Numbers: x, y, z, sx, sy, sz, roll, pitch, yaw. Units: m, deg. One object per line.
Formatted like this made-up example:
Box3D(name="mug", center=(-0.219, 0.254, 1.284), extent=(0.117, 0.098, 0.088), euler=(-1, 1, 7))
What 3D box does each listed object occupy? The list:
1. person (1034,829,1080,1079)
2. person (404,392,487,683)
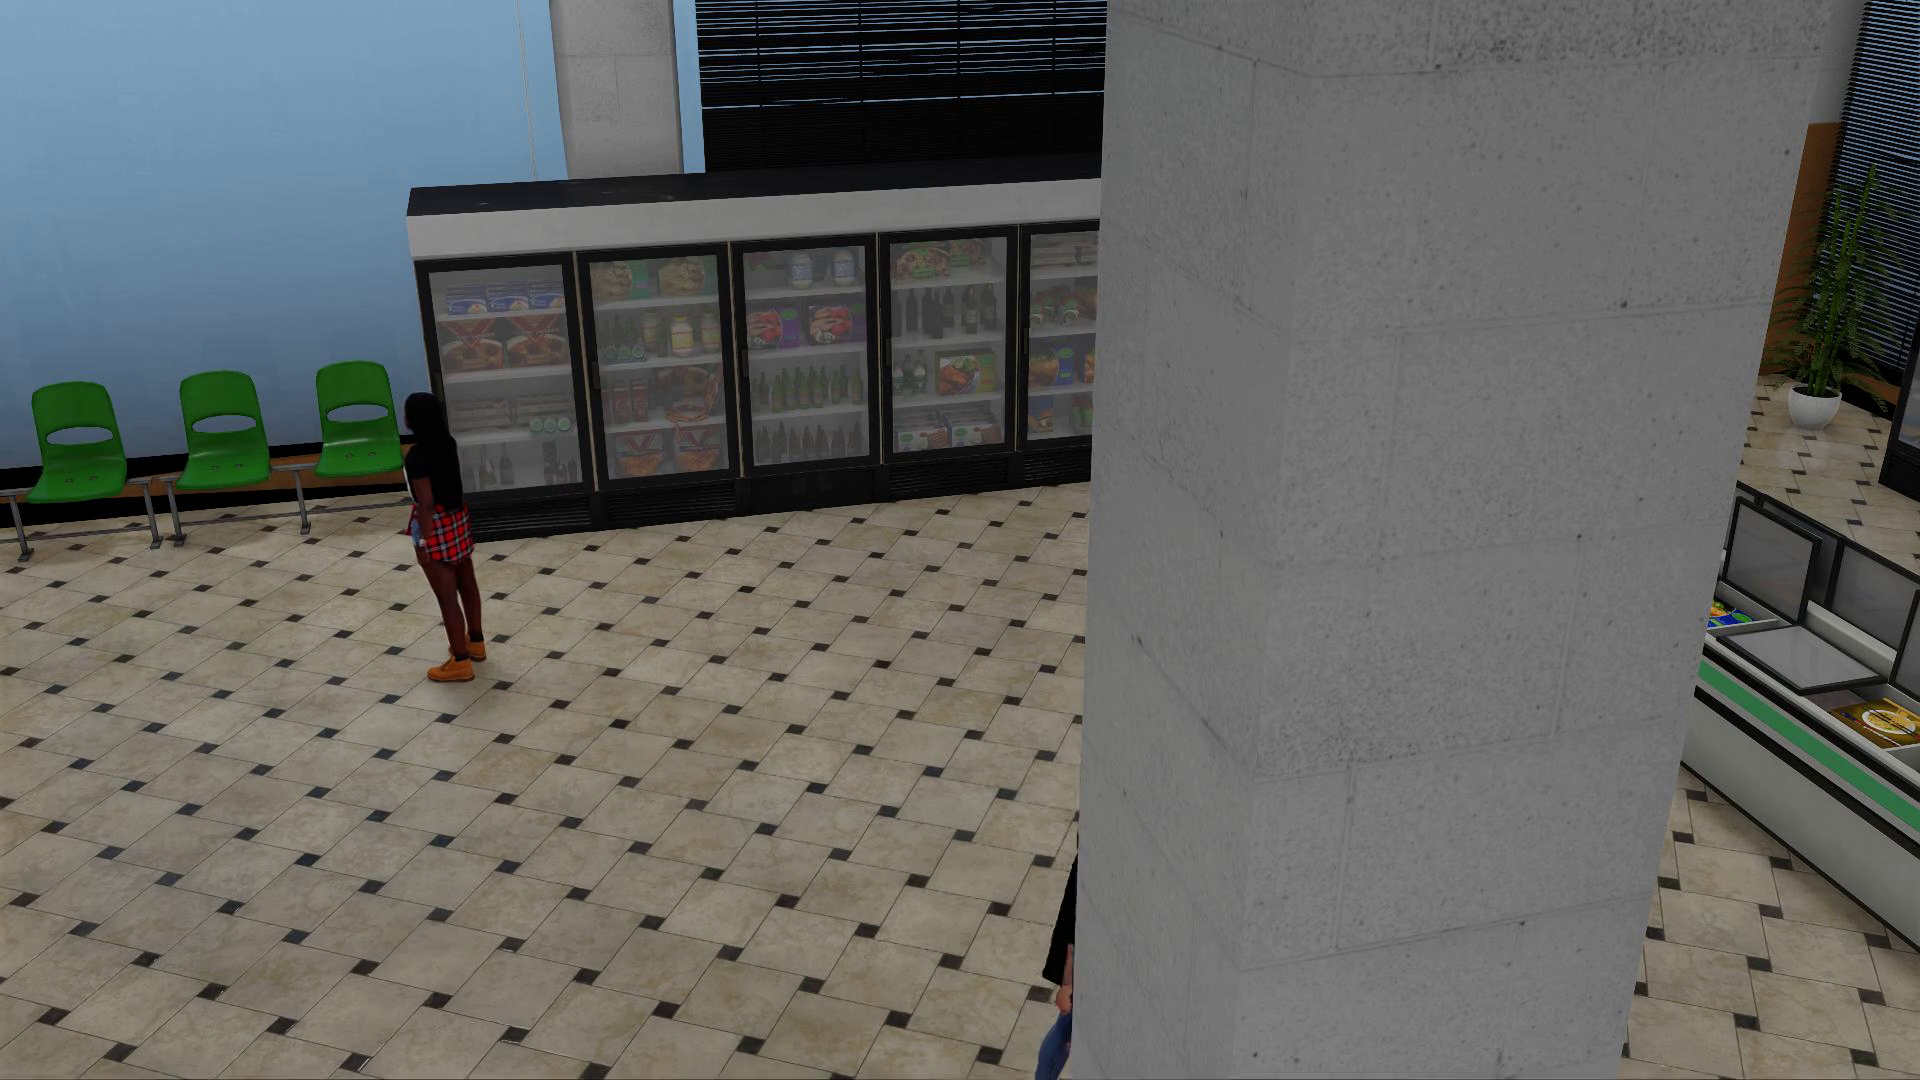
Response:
Box3D(name="person", center=(0.410, 1.525, 6.050), extent=(1.028, 1.659, 1.005), euler=(12, 27, 26))
Box3D(name="person", center=(-2.955, -0.026, 9.508), extent=(0.773, 1.727, 0.669), euler=(4, 24, 10))
